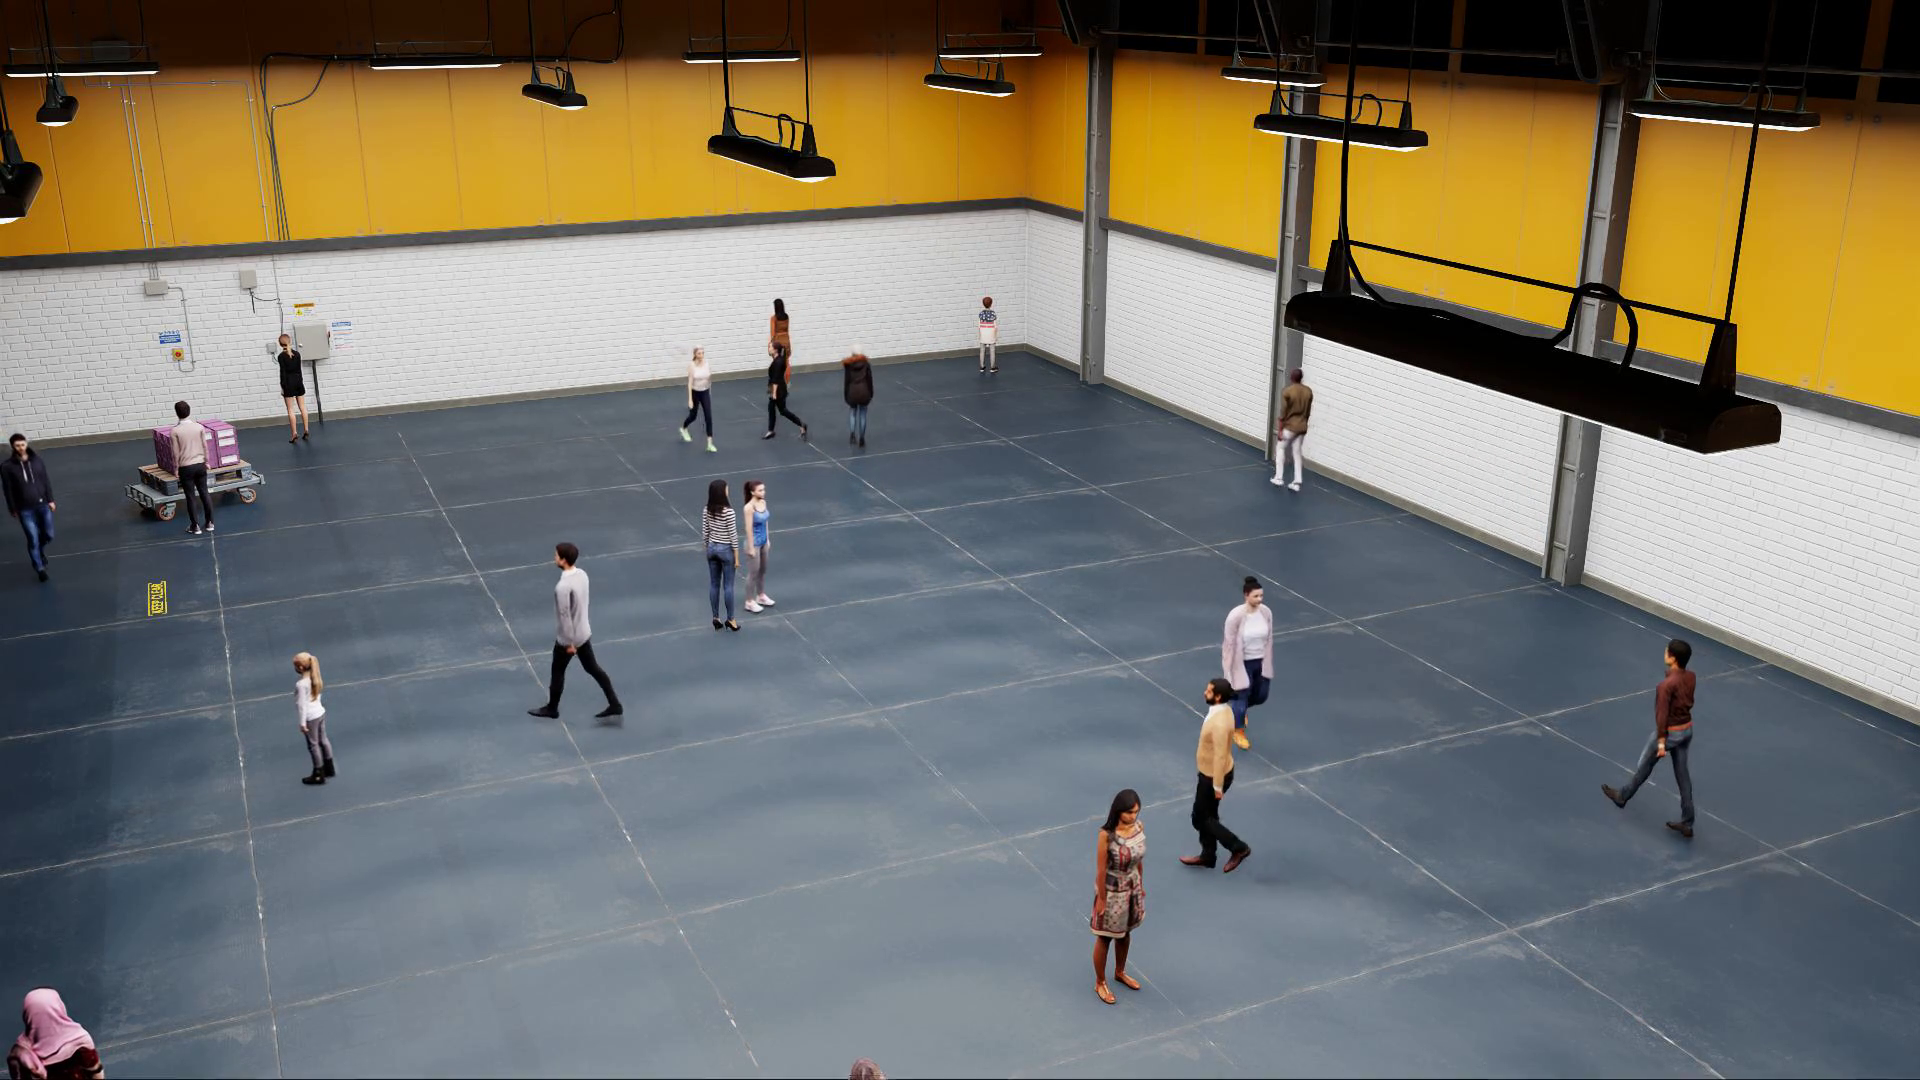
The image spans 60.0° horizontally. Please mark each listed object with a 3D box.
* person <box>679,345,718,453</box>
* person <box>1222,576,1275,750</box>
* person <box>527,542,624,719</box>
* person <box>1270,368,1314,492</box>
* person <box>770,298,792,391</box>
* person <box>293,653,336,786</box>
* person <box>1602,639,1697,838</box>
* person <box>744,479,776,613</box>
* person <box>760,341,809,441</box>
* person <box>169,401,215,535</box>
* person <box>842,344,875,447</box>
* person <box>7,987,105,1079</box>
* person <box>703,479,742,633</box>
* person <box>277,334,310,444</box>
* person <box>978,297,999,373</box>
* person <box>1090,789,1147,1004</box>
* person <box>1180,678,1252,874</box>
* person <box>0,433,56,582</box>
[{"bbox_3d":[-4.197,-2.267,26.431,0.785,1.669,1.205,-13,23,-34],"label":"person"},{"bbox_3d":[2.753,1.151,16.184,0.712,1.733,0.829,-6,20,-19],"label":"person"},{"bbox_3d":[-3.744,0.954,16.536,1.297,1.881,1.294,4,19,13],"label":"person"},{"bbox_3d":[4.896,-1.582,24.190,0.781,1.801,0.848,-7,20,-19],"label":"person"},{"bbox_3d":[-3.250,-3.548,30.209,0.612,1.687,0.598,-17,25,-41],"label":"person"},{"bbox_3d":[-6.002,1.643,15.438,0.622,1.277,0.544,2,19,7],"label":"person"},{"bbox_3d":[6.250,1.748,14.415,0.709,1.730,1.122,-10,21,-28],"label":"person"},{"bbox_3d":[-2.404,0.049,19.655,0.685,1.606,0.642,9,21,25],"label":"person"},{"bbox_3d":[-2.839,-2.375,26.810,0.933,1.634,1.058,-1,19,-2],"label":"person"},{"bbox_3d":[-10.364,-0.988,22.418,0.659,1.808,0.697,17,25,42],"label":"person"},{"bbox_3d":[-1.619,-2.301,26.619,0.834,1.613,0.963,0,19,0],"label":"person"},{"bbox_3d":[-5.277,3.348,9.807,0.652,1.638,0.576,-8,20,-23],"label":"person"},{"bbox_3d":[-2.726,0.179,18.971,0.619,1.795,0.709,10,21,27],"label":"person"},{"bbox_3d":[-10.788,-2.457,26.841,0.685,1.768,0.662,11,21,29],"label":"person"},{"bbox_3d":[0.532,-3.935,31.748,0.596,1.438,0.647,6,19,16],"label":"person"},{"bbox_3d":[1.160,2.555,12.156,0.694,1.642,0.604,-13,23,-34],"label":"person"},{"bbox_3d":[2.174,1.959,13.767,0.961,1.742,0.918,4,19,12],"label":"person"},{"bbox_3d":[-11.561,-0.438,20.680,0.872,1.875,1.059,-17,25,-41],"label":"person"}]
